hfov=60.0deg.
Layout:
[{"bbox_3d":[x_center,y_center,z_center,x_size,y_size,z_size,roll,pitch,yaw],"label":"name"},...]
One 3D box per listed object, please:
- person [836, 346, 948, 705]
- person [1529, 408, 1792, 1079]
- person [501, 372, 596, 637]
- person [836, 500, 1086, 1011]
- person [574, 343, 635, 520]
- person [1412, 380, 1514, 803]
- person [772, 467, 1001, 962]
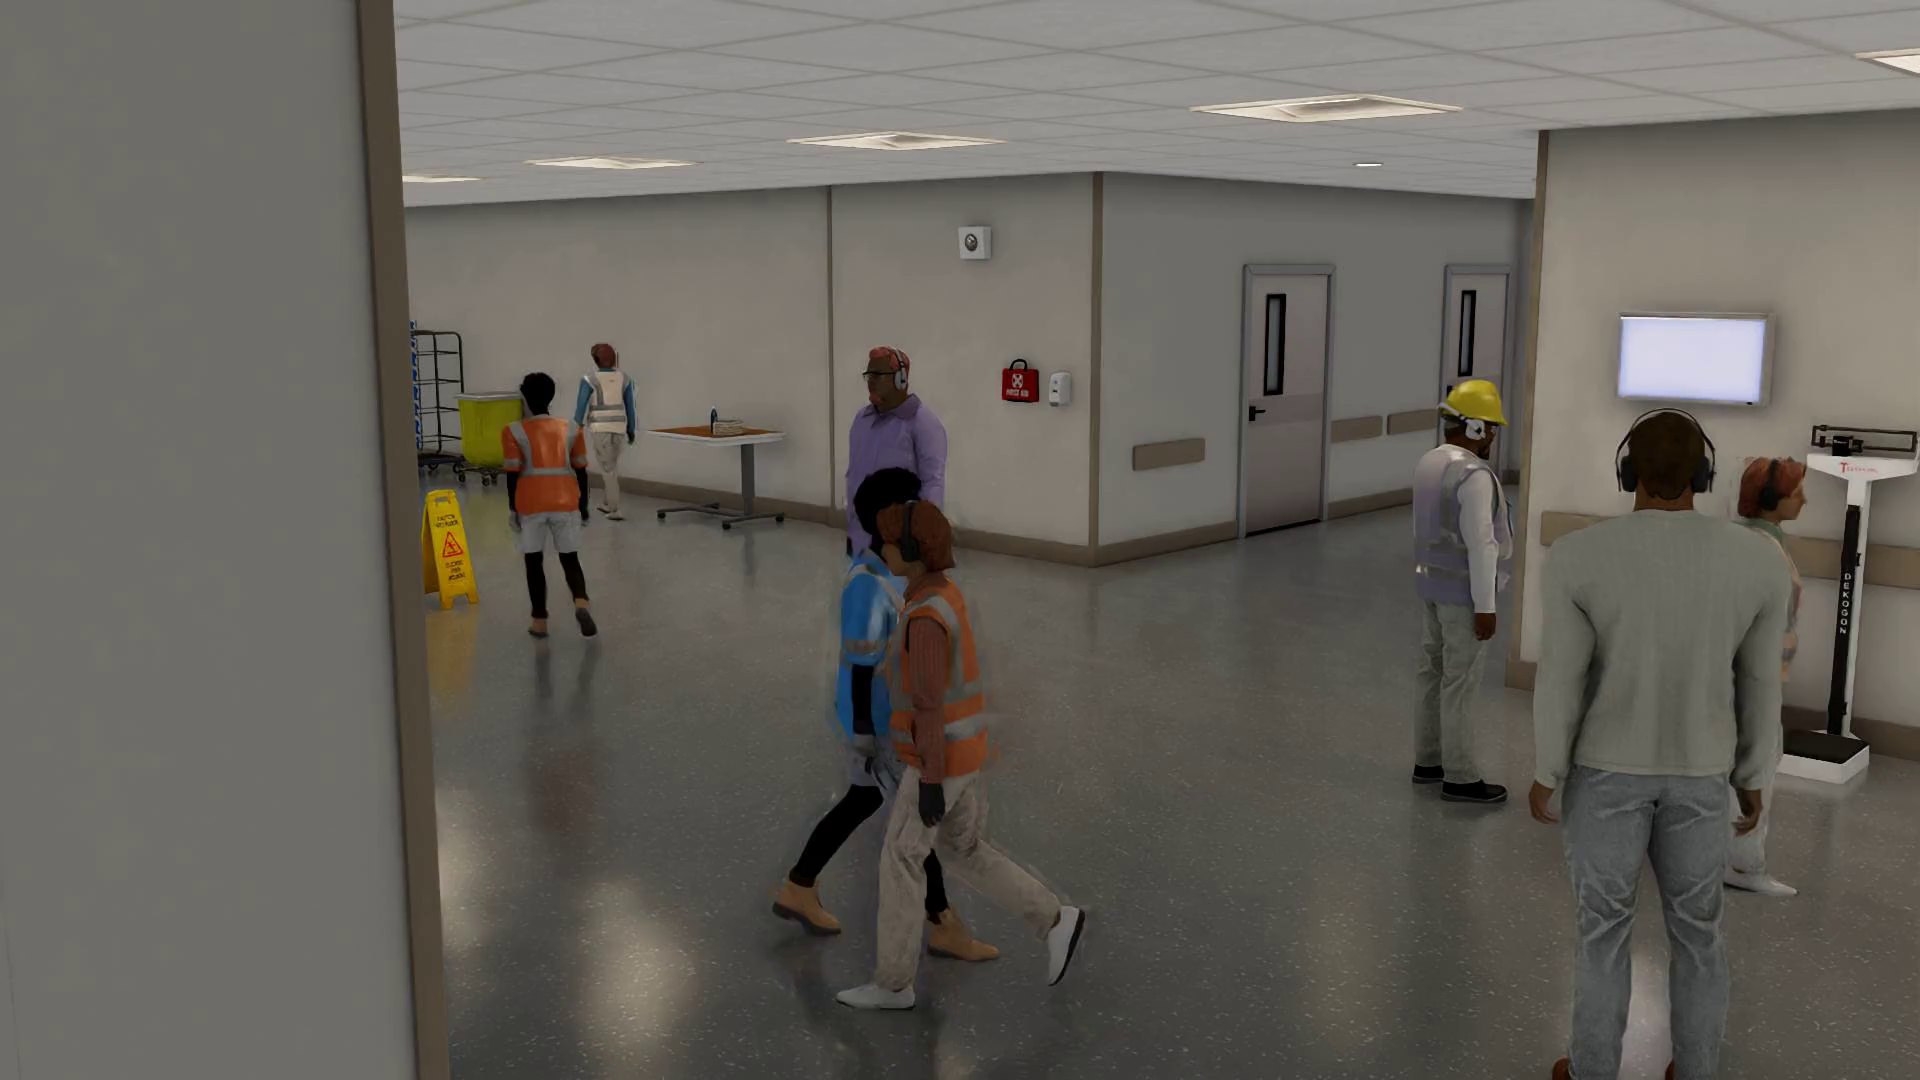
[{"bbox_3d":[-0.371,-0.033,8.525,0.638,1.909,0.408,9,13,42],"label":"person"},{"bbox_3d":[1.837,0.619,4.434,0.633,1.936,0.355,1,9,6],"label":"person"},{"bbox_3d":[-2.513,-0.195,10.253,0.545,1.671,0.612,-5,11,-29],"label":"person"},{"bbox_3d":[0.007,0.670,5.136,0.711,1.607,0.551,1,9,5],"label":"person"},{"bbox_3d":[-3.322,-1.002,15.366,0.534,1.610,0.743,-9,13,-44],"label":"person"},{"bbox_3d":[2.182,0.219,7.230,0.403,1.826,0.586,-2,9,-10],"label":"person"},{"bbox_3d":[-0.287,0.579,5.584,0.817,1.676,0.537,1,9,7],"label":"person"}]
